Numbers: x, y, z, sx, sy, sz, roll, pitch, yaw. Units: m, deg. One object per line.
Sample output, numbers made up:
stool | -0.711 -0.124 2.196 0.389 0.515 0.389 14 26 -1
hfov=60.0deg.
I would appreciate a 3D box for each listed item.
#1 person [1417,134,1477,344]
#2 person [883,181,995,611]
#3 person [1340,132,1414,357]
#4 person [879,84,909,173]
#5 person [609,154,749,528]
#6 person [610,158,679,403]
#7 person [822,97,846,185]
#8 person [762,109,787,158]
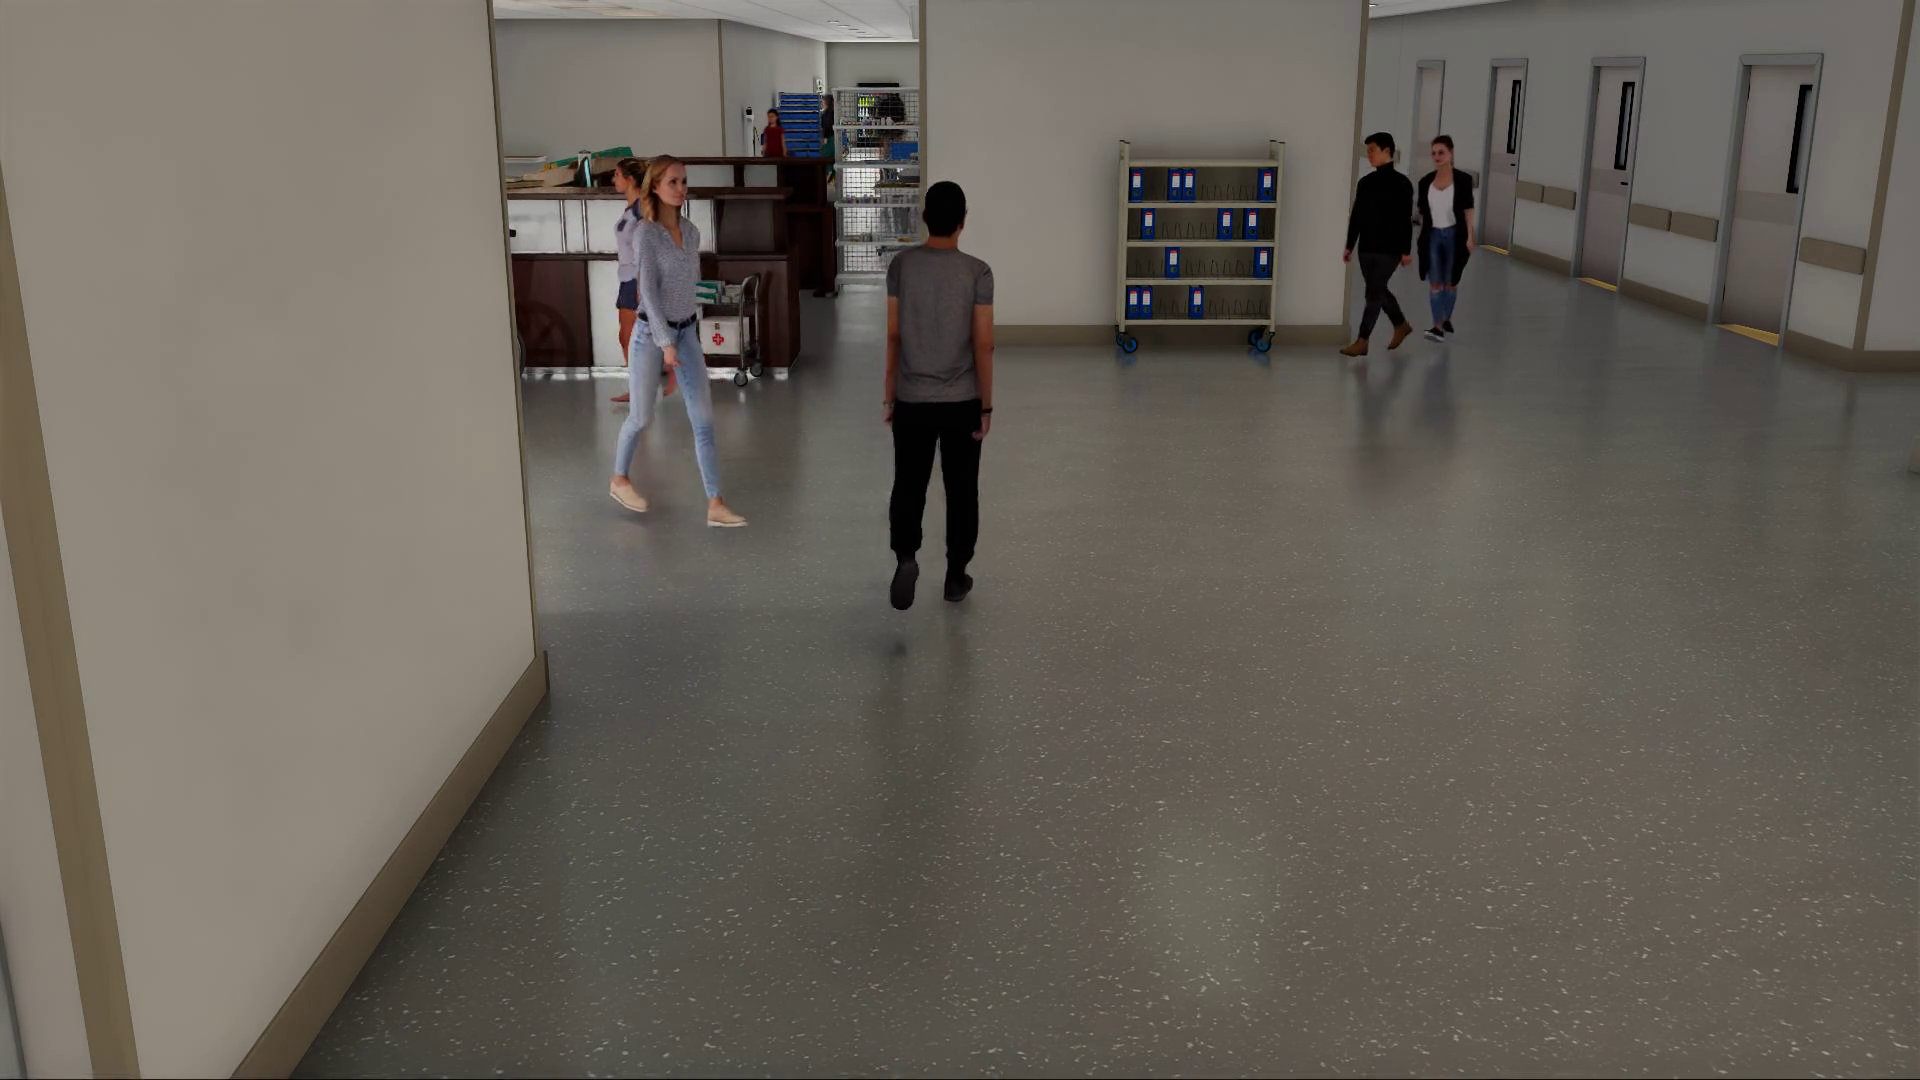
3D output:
person | 3.966 -2.427 13.569 1.123 1.630 1.022 7 17 23
person | -0.103 -0.536 6.677 0.883 1.731 0.742 2 16 8
person | 3.314 -2.280 12.935 1.211 1.692 1.049 -11 19 -35
person | -1.349 -8.083 33.141 0.970 1.897 0.825 1 16 4
person | -1.478 -0.920 8.004 1.209 1.751 1.092 13 20 38
person | -2.062 -1.682 10.967 0.803 1.610 0.701 -5 17 -18
person | -2.412 -7.693 32.104 0.931 1.709 0.847 15 21 42
person | -3.149 -6.592 28.521 0.783 1.534 0.715 3 16 12
